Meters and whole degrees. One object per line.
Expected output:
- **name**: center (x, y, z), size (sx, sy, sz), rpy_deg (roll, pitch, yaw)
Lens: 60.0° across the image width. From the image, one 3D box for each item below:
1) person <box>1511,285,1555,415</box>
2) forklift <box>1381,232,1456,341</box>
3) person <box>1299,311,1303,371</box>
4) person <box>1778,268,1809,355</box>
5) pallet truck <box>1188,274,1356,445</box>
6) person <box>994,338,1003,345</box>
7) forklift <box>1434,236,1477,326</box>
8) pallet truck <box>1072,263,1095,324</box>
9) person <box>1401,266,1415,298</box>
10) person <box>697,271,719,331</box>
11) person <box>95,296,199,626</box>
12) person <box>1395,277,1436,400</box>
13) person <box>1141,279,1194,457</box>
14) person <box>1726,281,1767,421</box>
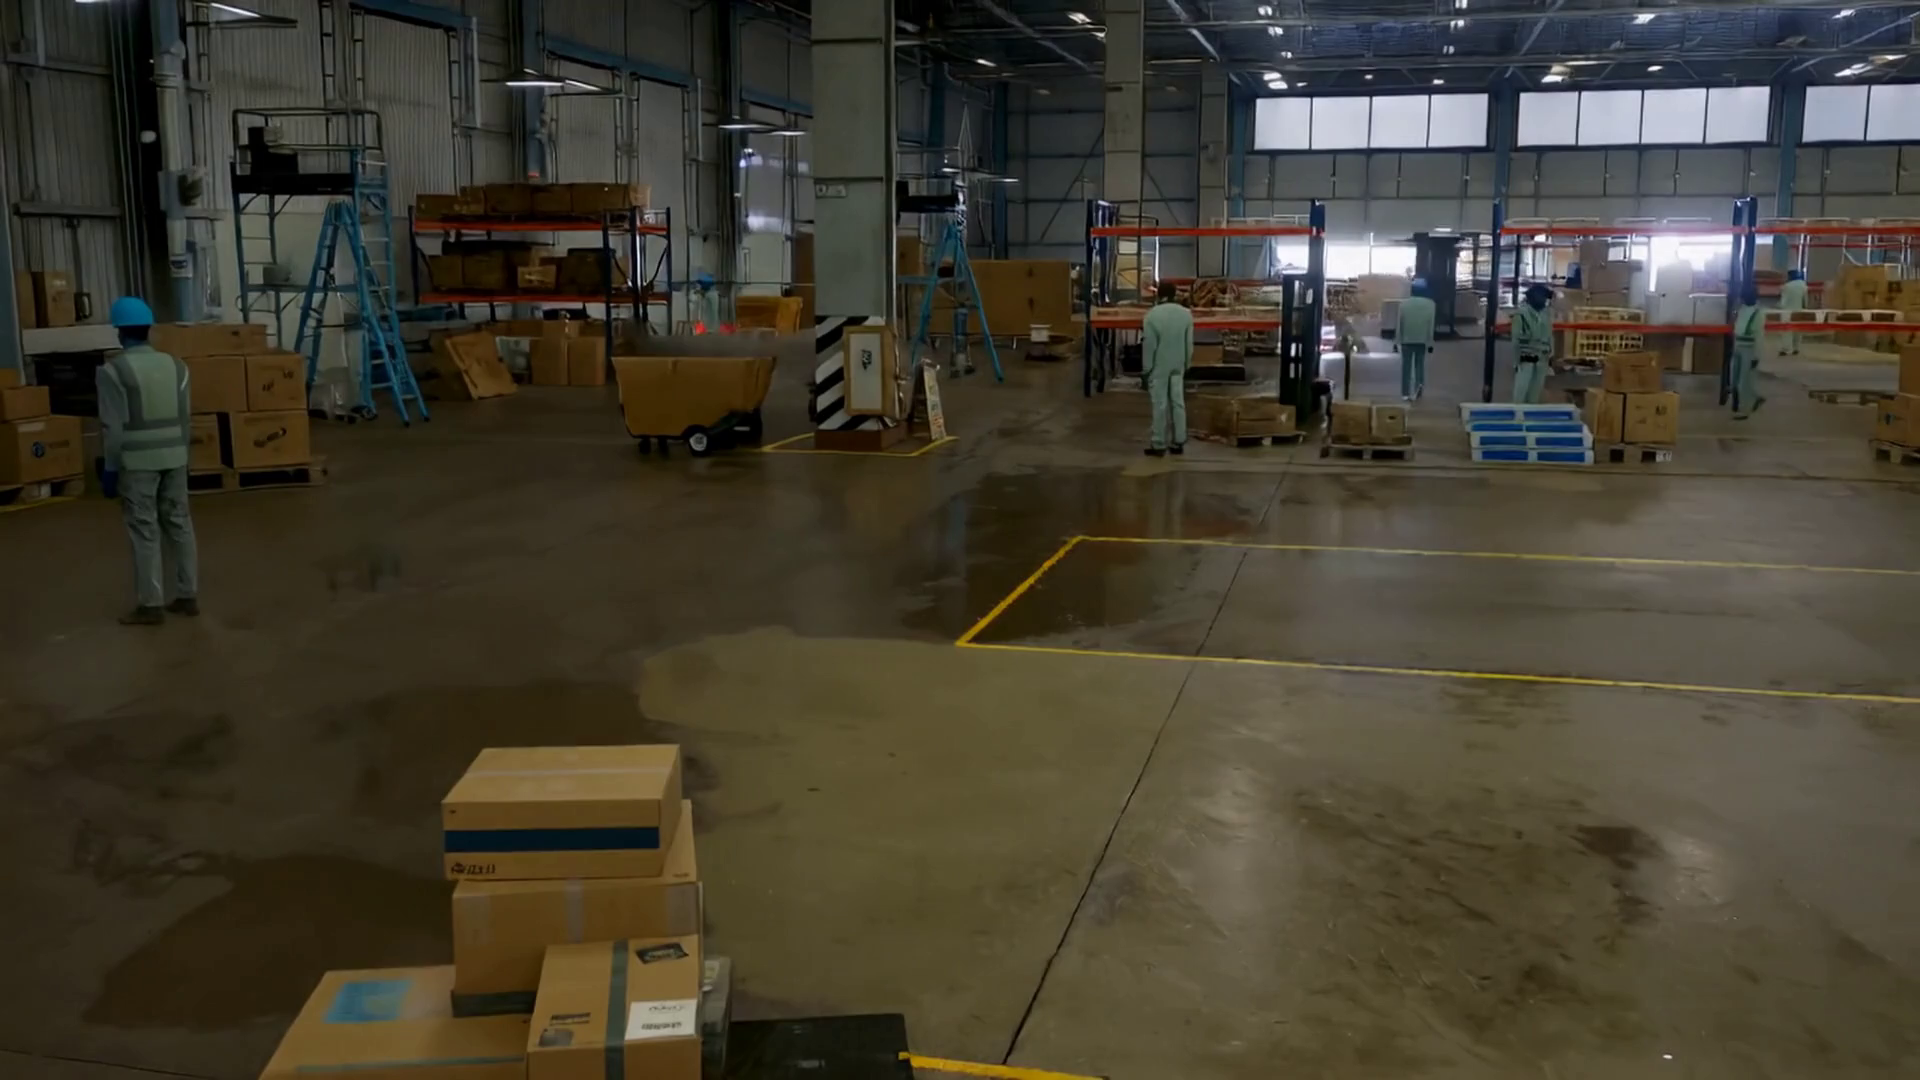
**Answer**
- **person**: center (7.094, -2.223, 20.563), size (0.619, 1.839, 0.430), rpy_deg (-4, 10, -23)
- **forklift**: center (11.945, -6.580, 43.146), size (1.873, 2.768, 1.129), rpy_deg (2, 10, 14)
- **person**: center (6.710, -4.096, 31.886), size (0.485, 1.739, 0.319), rpy_deg (-8, 13, -40)
- **person**: center (18.603, -5.092, 37.154), size (0.630, 1.940, 0.372), rpy_deg (-1, 10, -8)
- **pallet truck**: center (3.653, -2.138, 19.590), size (1.885, 1.965, 0.823), rpy_deg (-4, 10, -20)
- **person**: center (1.015, -5.729, 41.634), size (0.476, 1.677, 0.556), rpy_deg (-5, 11, -25)
- **forklift**: center (15.199, -8.122, 52.227), size (1.873, 2.768, 1.129), rpy_deg (-2, 10, -12)
- **pallet truck**: center (4.325, -8.180, 55.162), size (0.823, 1.965, 1.885), rpy_deg (6, 11, 31)
- **person**: center (12.618, -6.741, 46.863), size (0.631, 1.940, 0.372), rpy_deg (-7, 12, -36)
- **person**: center (-4.478, -3.790, 29.499), size (0.377, 1.932, 0.552), rpy_deg (0, 10, -2)
- **person**: center (-4.827, -0.463, 9.869), size (0.402, 1.949, 0.605), rpy_deg (4, 11, 24)
- **person**: center (6.913, -3.028, 25.166), size (0.619, 1.892, 0.797), rpy_deg (0, 10, 2)
- **person**: center (2.262, -1.879, 18.236), size (0.636, 1.939, 0.364), rpy_deg (-5, 11, -29)
- **person**: center (10.517, -2.509, 22.160), size (0.495, 1.864, 0.596), rpy_deg (-1, 10, -7)
